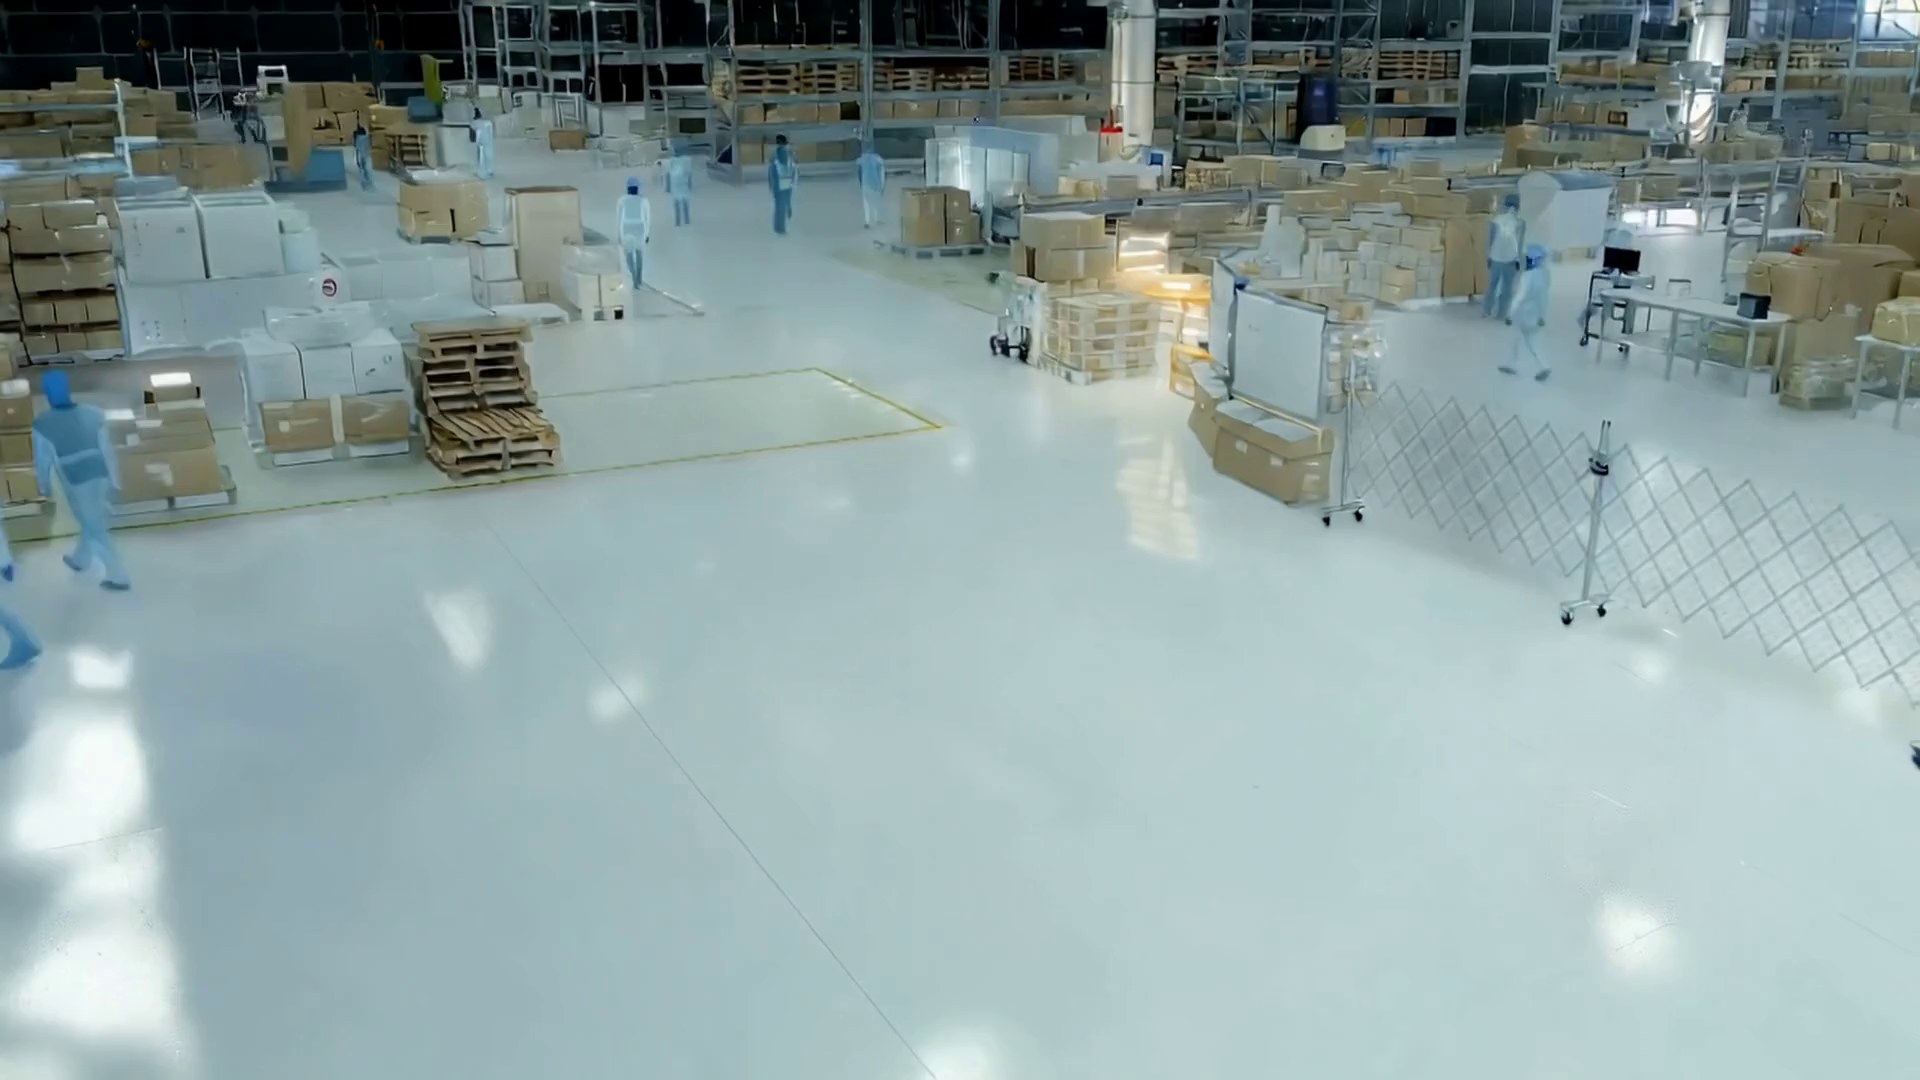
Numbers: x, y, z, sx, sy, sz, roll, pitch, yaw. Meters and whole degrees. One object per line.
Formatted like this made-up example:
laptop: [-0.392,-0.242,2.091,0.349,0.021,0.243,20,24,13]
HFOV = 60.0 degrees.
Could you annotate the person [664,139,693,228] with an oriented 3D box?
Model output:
person: [-6.287,-7.964,37.160,0.629,1.945,0.425,1,18,5]

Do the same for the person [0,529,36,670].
person: [-7.214,0.147,11.992,0.540,1.867,1.039,6,19,17]

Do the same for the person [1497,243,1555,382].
person: [7.557,-2.994,21.923,0.593,1.803,0.879,-15,23,-39]

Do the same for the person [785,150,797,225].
person: [-3.981,-7.963,37.609,0.538,1.677,0.686,13,22,35]

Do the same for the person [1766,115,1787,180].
person: [23.341,-11.254,47.652,0.601,1.811,0.772,2,18,7]

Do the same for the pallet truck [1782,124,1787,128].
pallet truck: [25.206,-12.542,52.601,1.601,1.201,0.680,0,18,-2]

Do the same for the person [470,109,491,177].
person: [-13.885,-11.487,48.163,0.635,1.938,0.360,4,18,12]

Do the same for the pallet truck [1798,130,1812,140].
pallet truck: [25.526,-11.556,49.408,1.630,1.274,0.653,-9,20,-26]

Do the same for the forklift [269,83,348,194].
forklift: [-17.458,-10.696,44.179,1.873,2.768,1.129,-9,20,-26]

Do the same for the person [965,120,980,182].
person: [0.498,-10.947,46.829,0.900,1.726,0.541,-3,18,-8]

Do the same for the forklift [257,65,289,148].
forklift: [-23.798,-15.108,57.934,1.129,2.768,1.873,-9,20,-26]

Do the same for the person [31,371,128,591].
person: [-7.487,-0.504,14.043,1.024,1.859,0.595,9,20,27]

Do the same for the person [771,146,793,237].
person: [-3.854,-7.501,35.772,0.370,1.916,0.597,8,19,24]

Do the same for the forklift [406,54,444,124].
forklift: [-22.481,-19.104,70.392,1.873,2.768,1.129,-9,20,-26]

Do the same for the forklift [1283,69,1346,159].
forklift: [11.615,-13.871,54.079,1.129,2.768,1.873,-9,20,-27]

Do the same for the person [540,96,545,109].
person: [-16.346,-16.840,65.356,0.390,1.620,0.538,-15,23,-39]

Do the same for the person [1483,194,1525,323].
person: [8.551,-4.419,26.076,0.426,1.982,0.626,-13,22,-35]

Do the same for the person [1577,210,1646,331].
person: [9.797,-4.005,24.922,0.835,1.896,0.587,3,18,8]

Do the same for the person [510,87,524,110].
person: [-17.685,-17.242,66.496,0.542,1.696,0.316,-9,20,-26]

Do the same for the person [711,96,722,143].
person: [-8.226,-14.154,56.503,0.635,1.922,0.756,13,22,34]

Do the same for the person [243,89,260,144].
person: [-25.546,-15.273,59.989,0.582,1.923,0.406,-14,23,-38]

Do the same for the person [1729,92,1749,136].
person: [28.998,-15.752,61.806,0.880,1.725,0.535,-6,19,-19]

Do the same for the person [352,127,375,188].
person: [-16.233,-10.405,45.273,0.522,1.638,0.309,-7,19,-21]

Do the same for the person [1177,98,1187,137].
person: [8.266,-15.764,61.989,0.507,1.633,0.276,-10,20,-28]

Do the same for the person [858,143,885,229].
person: [-1.955,-7.910,37.135,0.657,1.854,0.981,4,18,11]

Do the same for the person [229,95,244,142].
person: [-26.374,-15.400,60.766,0.542,1.679,0.511,-16,24,-41]

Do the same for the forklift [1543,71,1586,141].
forklift: [18.685,-13.231,52.085,1.873,2.768,1.129,-9,20,-26]

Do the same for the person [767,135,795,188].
person: [-4.106,-8.357,38.359,0.638,1.987,1.012,0,18,-1]

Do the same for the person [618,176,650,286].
person: [-5.743,-5.427,29.303,0.575,1.915,0.734,-5,19,-17]

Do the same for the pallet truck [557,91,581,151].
pallet truck: [-13.495,-14.412,57.188,0.823,1.965,1.885,-3,18,-9]

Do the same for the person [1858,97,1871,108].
person: [30.437,-13.987,56.093,0.989,1.859,0.652,-4,18,-11]
